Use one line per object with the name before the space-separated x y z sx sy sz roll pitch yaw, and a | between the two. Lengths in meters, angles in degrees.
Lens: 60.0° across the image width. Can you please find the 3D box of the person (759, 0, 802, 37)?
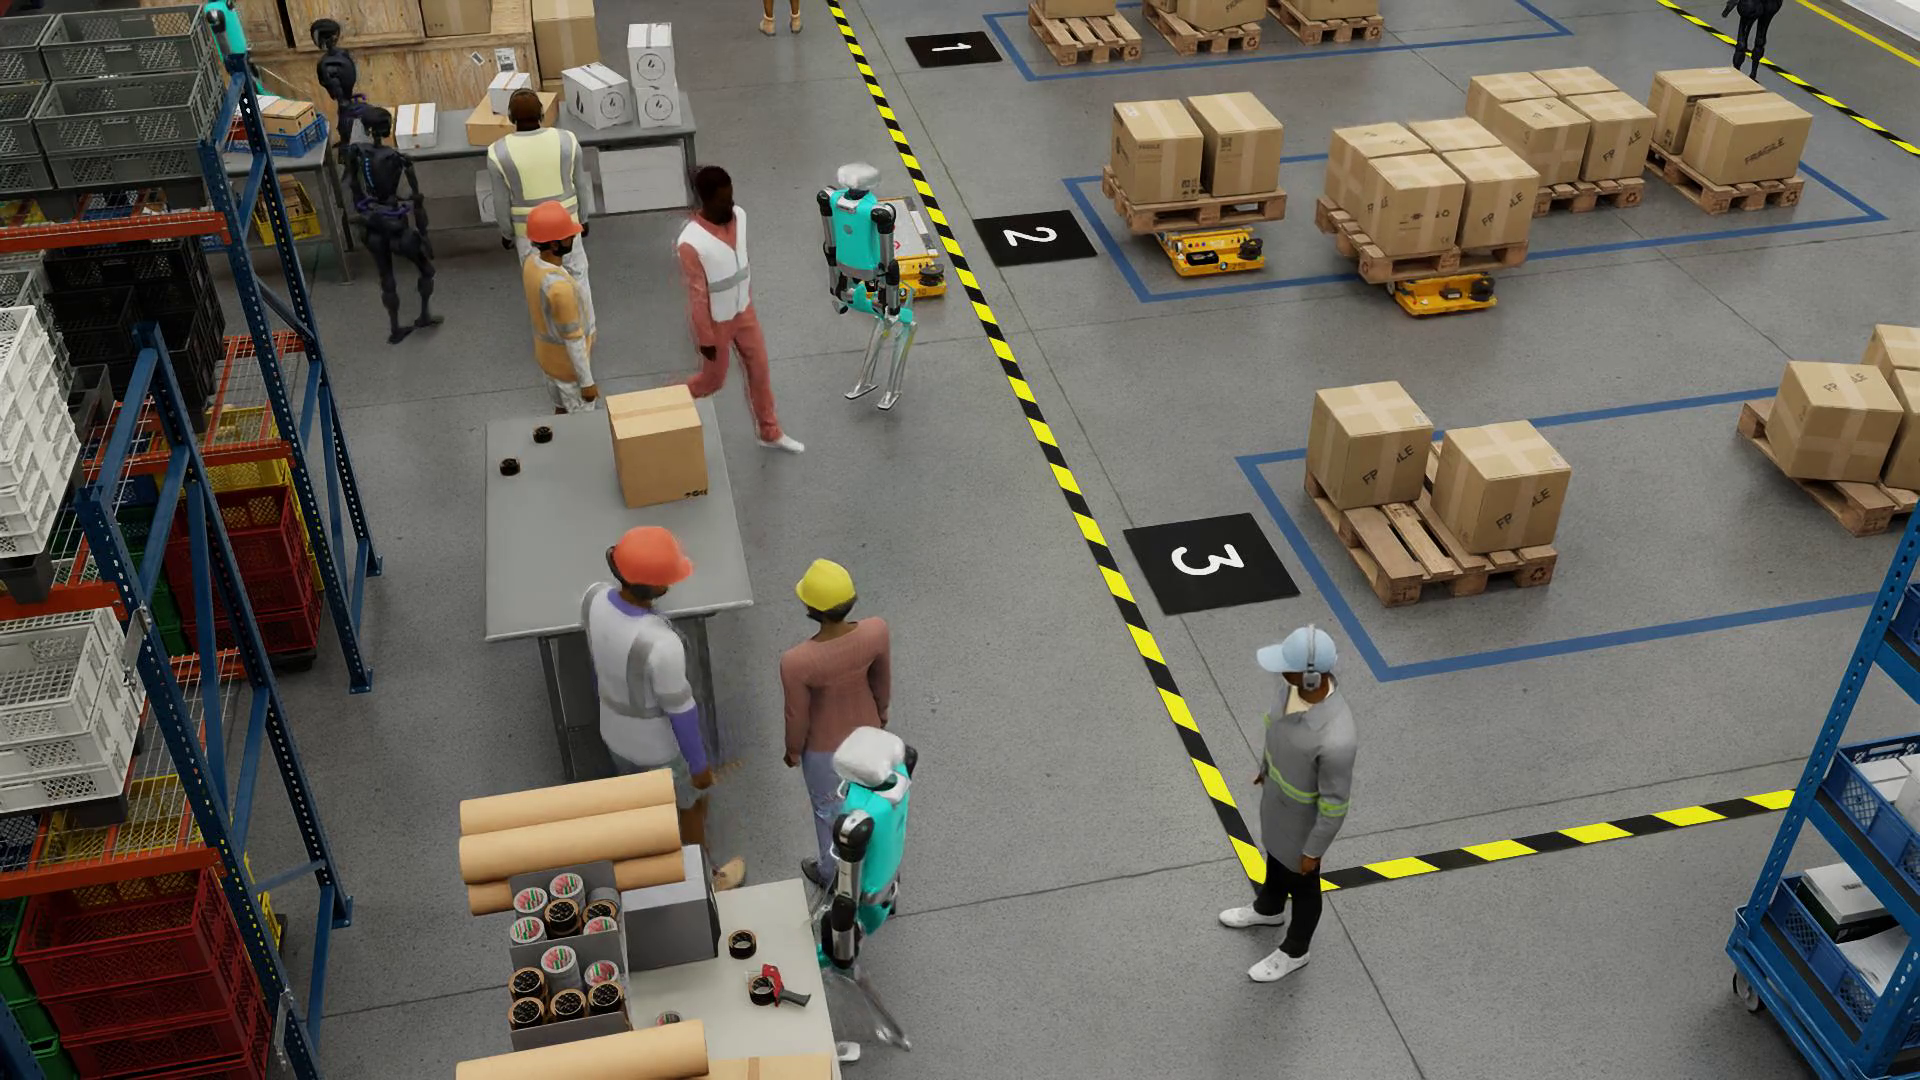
person | -1.789 -5.886 15.982 0.608 2.042 0.378 -10 38 -13

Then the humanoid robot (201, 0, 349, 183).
humanoid robot | -5.328 -3.587 13.165 0.931 1.775 0.546 -8 37 -10

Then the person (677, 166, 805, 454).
person | -1.442 -1.377 10.049 0.869 1.888 0.598 18 40 23

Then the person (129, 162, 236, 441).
person | -4.805 -1.465 10.220 0.361 1.831 0.500 -15 39 -19

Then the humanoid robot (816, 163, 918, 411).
humanoid robot | -0.489 -1.636 10.409 0.533 1.677 0.735 21 42 26

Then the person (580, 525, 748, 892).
person | -1.290 0.779 7.050 0.459 2.018 0.674 -30 46 -34

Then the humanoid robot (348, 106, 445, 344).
humanoid robot | -3.859 -2.120 11.227 0.595 1.644 0.409 12 38 15

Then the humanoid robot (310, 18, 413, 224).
humanoid robot | -4.540 -3.168 12.632 0.555 1.639 0.600 -8 37 -11

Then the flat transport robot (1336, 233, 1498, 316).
flat transport robot | 3.372 -2.112 12.369 0.652 0.197 1.431 -8 37 -10

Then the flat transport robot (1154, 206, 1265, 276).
flat transport robot | 1.798 -2.476 12.858 0.652 0.197 1.431 -8 37 -10

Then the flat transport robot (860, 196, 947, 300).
flat transport robot | -0.570 -2.220 12.538 0.659 0.231 1.431 -8 37 -10

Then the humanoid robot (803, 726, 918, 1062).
humanoid robot | -0.498 1.410 6.445 0.738 1.800 0.555 13 39 17

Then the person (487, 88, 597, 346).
person | -2.764 -2.102 11.061 0.623 1.844 0.431 -14 39 -18

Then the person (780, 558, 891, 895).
person | -0.536 0.811 7.208 0.533 1.767 0.314 -22 42 -27

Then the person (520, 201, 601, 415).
person | -2.239 -1.038 9.550 0.361 1.939 0.542 -22 42 -26

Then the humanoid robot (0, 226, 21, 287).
humanoid robot | -5.704 -1.588 10.490 0.546 1.764 0.987 21 42 26

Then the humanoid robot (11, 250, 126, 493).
humanoid robot | -5.364 -0.888 9.598 0.803 1.859 0.530 -15 39 -19

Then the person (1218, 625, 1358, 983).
person | 1.341 1.076 6.784 0.405 1.848 0.588 -8 37 -10

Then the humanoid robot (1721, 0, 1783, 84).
humanoid robot | 7.176 -4.892 14.936 0.599 1.657 0.315 -14 39 -19
